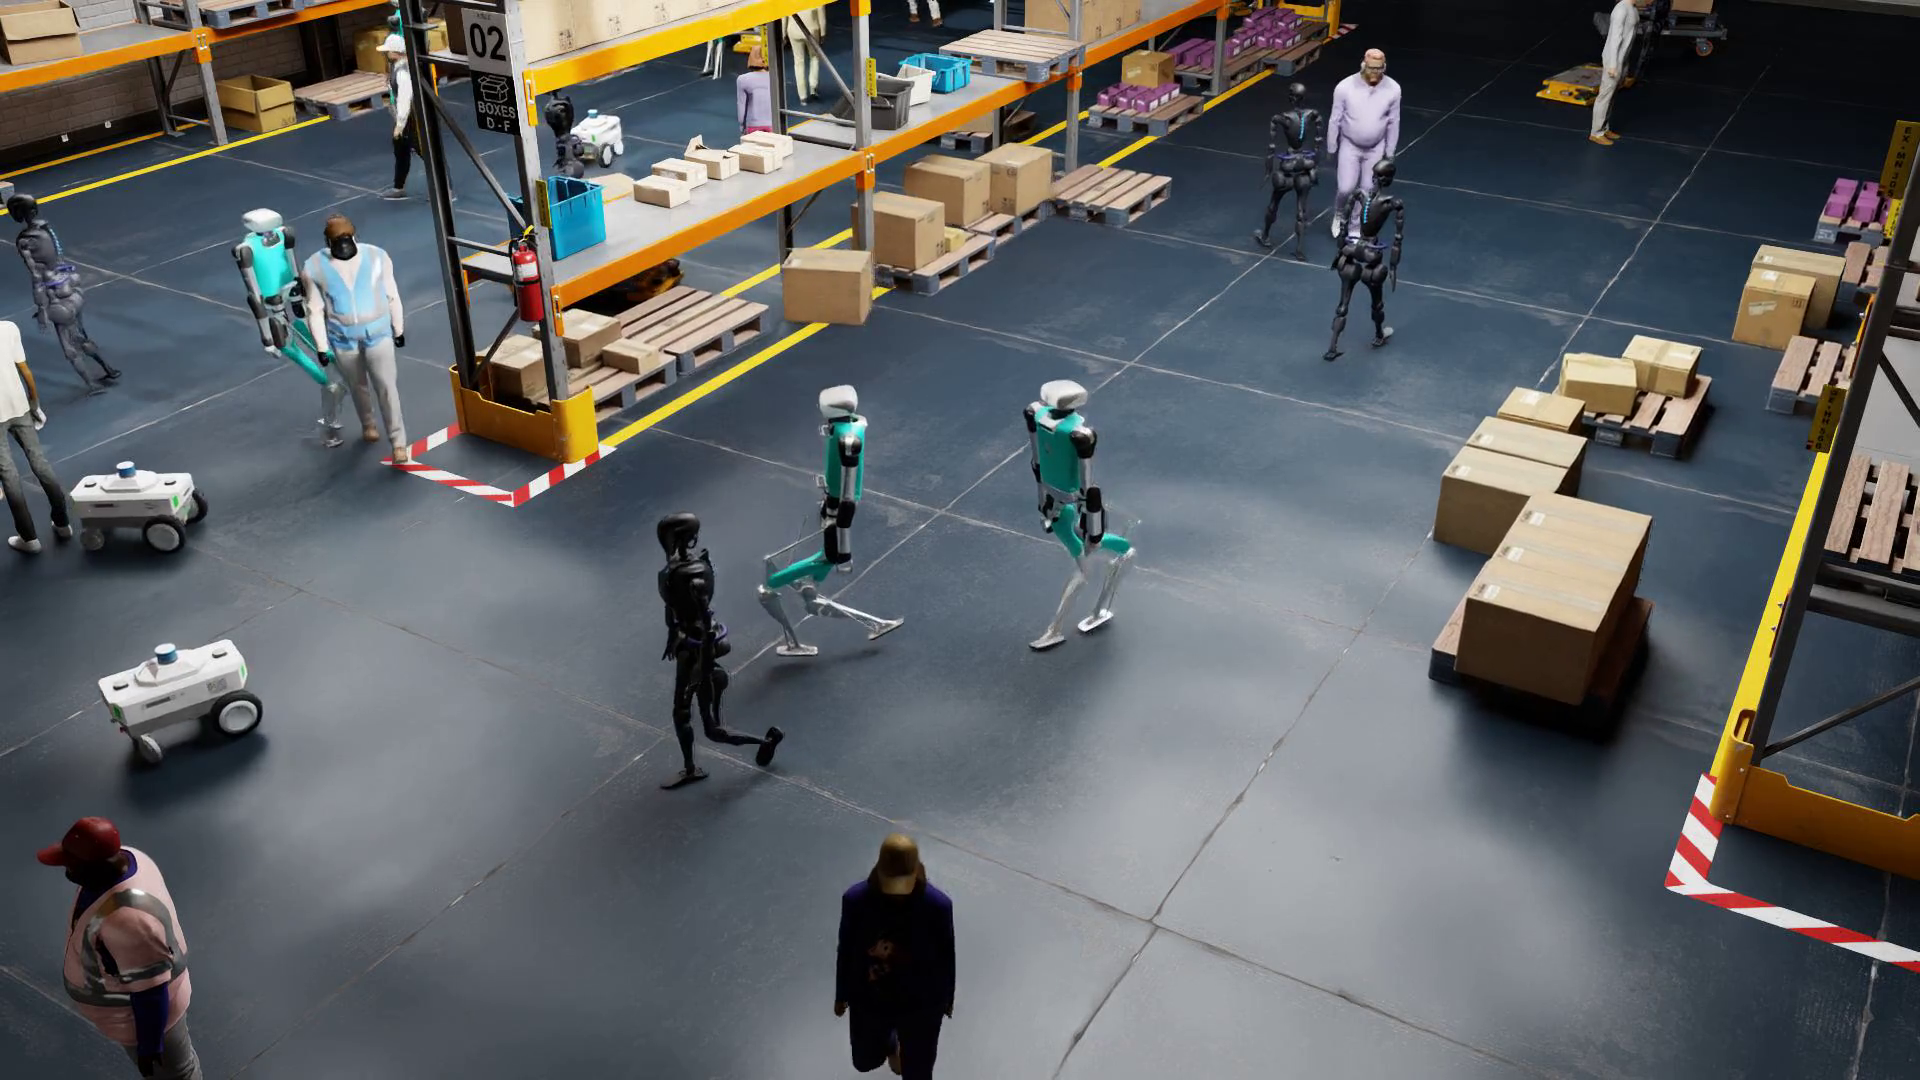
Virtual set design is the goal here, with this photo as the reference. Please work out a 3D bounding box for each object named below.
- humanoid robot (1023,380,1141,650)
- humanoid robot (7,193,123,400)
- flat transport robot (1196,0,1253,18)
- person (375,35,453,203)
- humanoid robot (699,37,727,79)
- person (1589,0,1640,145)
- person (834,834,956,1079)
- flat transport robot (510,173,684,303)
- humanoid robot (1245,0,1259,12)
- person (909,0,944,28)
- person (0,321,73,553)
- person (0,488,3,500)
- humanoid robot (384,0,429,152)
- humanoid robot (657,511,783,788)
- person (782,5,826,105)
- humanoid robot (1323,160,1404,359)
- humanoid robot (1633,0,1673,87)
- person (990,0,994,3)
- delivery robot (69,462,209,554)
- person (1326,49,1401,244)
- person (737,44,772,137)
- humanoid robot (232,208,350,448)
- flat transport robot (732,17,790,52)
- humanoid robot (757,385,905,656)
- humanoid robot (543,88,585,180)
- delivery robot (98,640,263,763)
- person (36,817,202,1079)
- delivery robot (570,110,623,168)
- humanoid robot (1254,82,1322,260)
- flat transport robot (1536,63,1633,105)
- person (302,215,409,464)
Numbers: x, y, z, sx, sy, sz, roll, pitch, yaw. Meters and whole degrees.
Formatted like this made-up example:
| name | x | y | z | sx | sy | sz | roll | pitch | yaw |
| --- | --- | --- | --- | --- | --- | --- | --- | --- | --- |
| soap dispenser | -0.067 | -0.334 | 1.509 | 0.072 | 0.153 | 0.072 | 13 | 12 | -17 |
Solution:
| name | x | y | z | sx | sy | sz | roll | pitch | yaw |
| --- | --- | --- | --- | --- | --- | --- | --- | --- | --- |
| humanoid robot | 0.767 | -0.174 | 9.745 | 0.890 | 1.743 | 0.538 | -21 | 36 | -33 |
| humanoid robot | -6.935 | -1.895 | 12.865 | 0.410 | 1.642 | 0.586 | -3 | 30 | -5 |
| flat transport robot | 3.659 | -8.061 | 25.201 | 1.431 | 0.231 | 0.659 | -11 | 31 | -18 |
| person | -5.714 | -4.268 | 17.014 | 0.851 | 1.724 | 0.739 | -11 | 31 | -19 |
| humanoid robot | -3.271 | -6.947 | 21.699 | 0.537 | 1.760 | 0.692 | 15 | 33 | 25 |
| person | 7.540 | -5.510 | 19.038 | 0.360 | 1.897 | 0.572 | 19 | 34 | 30 |
| person | -0.244 | 1.726 | 6.517 | 0.479 | 1.603 | 0.593 | 3 | 30 | 5 |
| flat transport robot | -3.318 | -2.415 | 15.214 | 1.431 | 0.231 | 0.659 | 6 | 30 | 10 |
| humanoid robot | 4.577 | -8.854 | 25.086 | 0.725 | 1.762 | 0.538 | -10 | 31 | -17 |
| person | -0.530 | -8.501 | 24.345 | 0.640 | 1.890 | 0.939 | -11 | 31 | -18 |
| person | -6.184 | -0.794 | 10.719 | 0.336 | 1.873 | 0.517 | 23 | 37 | 34 |
| person | -6.951 | -1.086 | 11.111 | 0.614 | 1.993 | 0.393 | -11 | 31 | -19 |
| humanoid robot | -6.347 | -5.285 | 18.812 | 0.807 | 1.785 | 0.547 | 15 | 33 | 25 |
| humanoid robot | -1.287 | 0.542 | 8.569 | 0.619 | 1.625 | 0.608 | -15 | 33 | -25 |
| person | -1.945 | -6.308 | 20.602 | 0.585 | 1.731 | 0.552 | -2 | 30 | -3 |
| humanoid robot | 3.333 | -2.313 | 13.650 | 0.612 | 1.620 | 0.774 | 24 | 37 | 35 |
| humanoid robot | 8.931 | -6.673 | 21.311 | 0.330 | 1.649 | 0.612 | 22 | 36 | 34 |
| person | 0.749 | -9.306 | 25.822 | 0.554 | 1.828 | 0.605 | 11 | 31 | 19 |
| delivery robot | -5.462 | -0.227 | 11.071 | 0.815 | 0.612 | 0.499 | -2 | 30 | -3 |
| person | 3.854 | -3.737 | 15.904 | 0.662 | 1.886 | 0.454 | 0 | 29 | 0 |
| person | -2.022 | -4.246 | 17.069 | 0.504 | 1.625 | 0.292 | -3 | 30 | -6 |
| humanoid robot | -4.731 | -1.500 | 12.105 | 0.755 | 1.799 | 0.532 | 12 | 32 | 20 |
| flat transport robot | -2.708 | -7.177 | 23.638 | 0.659 | 0.231 | 1.431 | 5 | 30 | 8 |
| humanoid robot | -0.826 | -0.042 | 9.510 | 1.018 | 1.726 | 0.551 | -4 | 30 | -8 |
| humanoid robot | -3.759 | -3.693 | 16.047 | 0.383 | 1.638 | 0.600 | -12 | 32 | -20 |
| delivery robot | -4.283 | 0.839 | 9.158 | 0.759 | 0.587 | 0.520 | -20 | 35 | -32 |
| person | -3.122 | 1.757 | 6.323 | 0.420 | 1.756 | 0.604 | -17 | 34 | -28 |
| delivery robot | -4.084 | -4.486 | 18.604 | 0.499 | 0.612 | 0.813 | 8 | 30 | 13 |
| humanoid robot | 3.137 | -3.534 | 15.786 | 0.602 | 1.630 | 0.704 | -8 | 30 | -13 |
| flat transport robot | 7.987 | -5.807 | 21.213 | 0.659 | 0.231 | 1.431 | 24 | 37 | 36 |
| person | -4.312 | -1.438 | 11.936 | 0.634 | 1.793 | 0.931 | -8 | 31 | -14 |
